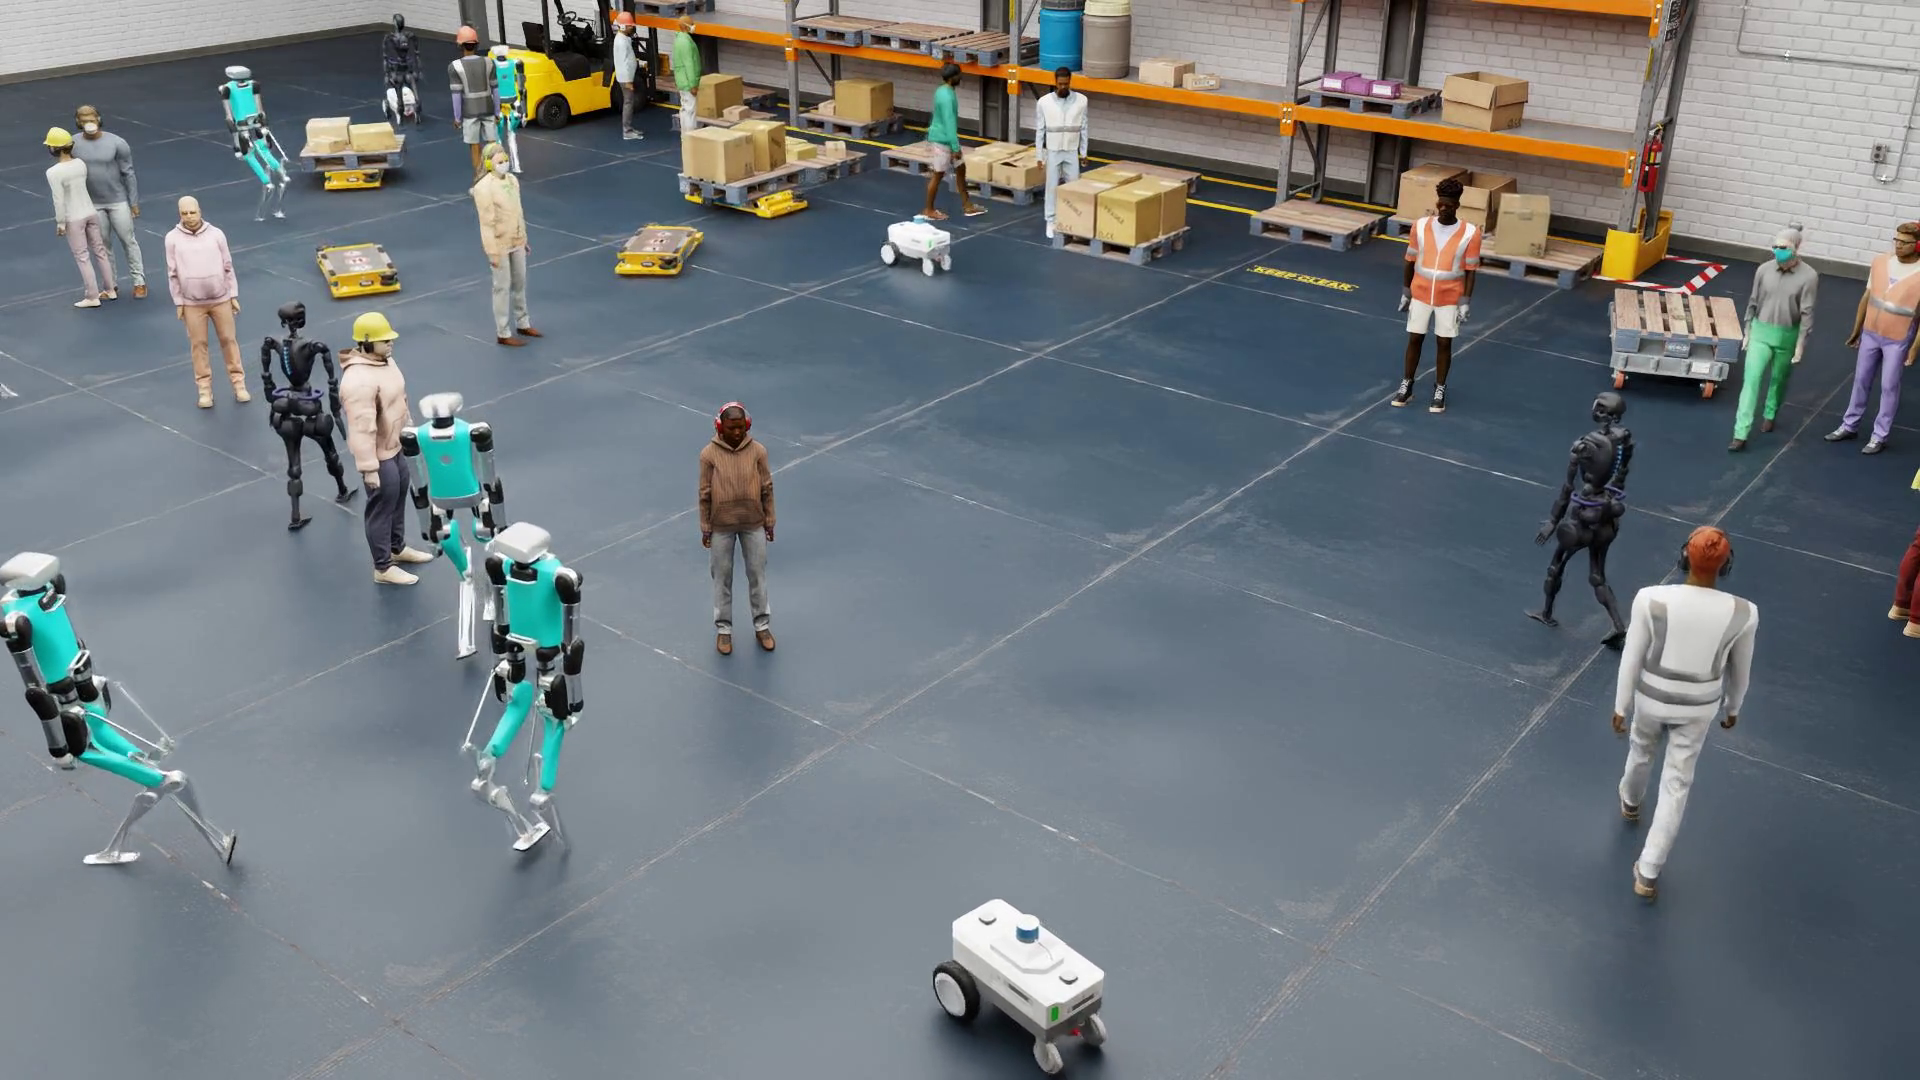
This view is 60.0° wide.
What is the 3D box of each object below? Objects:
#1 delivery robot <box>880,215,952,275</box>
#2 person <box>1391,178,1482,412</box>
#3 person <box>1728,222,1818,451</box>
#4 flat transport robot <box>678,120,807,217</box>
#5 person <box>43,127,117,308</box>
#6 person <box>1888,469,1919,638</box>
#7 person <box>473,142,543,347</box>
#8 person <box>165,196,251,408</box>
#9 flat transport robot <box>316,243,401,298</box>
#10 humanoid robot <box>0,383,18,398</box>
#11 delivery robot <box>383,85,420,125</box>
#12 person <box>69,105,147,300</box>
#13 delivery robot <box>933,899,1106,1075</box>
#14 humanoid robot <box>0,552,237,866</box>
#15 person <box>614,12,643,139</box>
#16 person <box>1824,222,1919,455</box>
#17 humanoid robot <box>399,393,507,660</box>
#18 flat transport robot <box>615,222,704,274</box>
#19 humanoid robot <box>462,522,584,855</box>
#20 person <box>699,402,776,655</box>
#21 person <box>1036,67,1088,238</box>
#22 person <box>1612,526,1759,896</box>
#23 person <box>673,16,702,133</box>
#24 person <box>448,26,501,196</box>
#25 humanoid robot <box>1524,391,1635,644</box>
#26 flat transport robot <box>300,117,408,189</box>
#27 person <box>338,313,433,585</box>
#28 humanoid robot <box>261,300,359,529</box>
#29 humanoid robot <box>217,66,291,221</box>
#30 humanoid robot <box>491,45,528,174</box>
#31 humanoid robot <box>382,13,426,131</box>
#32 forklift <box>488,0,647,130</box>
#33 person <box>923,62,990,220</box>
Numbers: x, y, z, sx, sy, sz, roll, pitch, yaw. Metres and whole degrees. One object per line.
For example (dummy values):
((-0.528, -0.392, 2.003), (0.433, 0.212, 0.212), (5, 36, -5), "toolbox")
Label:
((-0.452, -3.176, 17.828), (0.499, 0.602, 0.801), (-23, 34, -39), "delivery robot")
((3.962, -2.033, 13.833), (0.601, 1.965, 0.368), (13, 28, 24), "person")
((6.468, -1.629, 13.190), (0.513, 1.791, 0.931), (16, 30, 29), "person")
((-2.613, -4.172, 20.211), (1.431, 0.231, 0.659), (18, 31, 33), "flat transport robot")
((-8.720, -3.184, 16.438), (0.299, 1.772, 0.530), (7, 27, 15), "person")
((6.126, -0.229, 10.323), (0.378, 1.768, 0.469), (3, 26, 6), "person")
((-4.220, -2.741, 15.409), (0.417, 1.874, 0.568), (11, 28, 22), "person")
((-6.344, -2.016, 14.002), (0.523, 1.784, 0.406), (-12, 28, -23), "person")
((-6.332, -2.848, 17.468), (0.659, 0.231, 1.431), (-12, 28, -23), "flat transport robot")
((-8.502, -1.974, 14.009), (0.810, 1.798, 0.542), (-18, 31, -32), "humanoid robot")
((-8.283, -6.497, 24.715), (0.499, 0.610, 0.793), (-12, 28, -24), "delivery robot")
((-8.531, -3.363, 16.616), (0.635, 1.939, 0.365), (-5, 26, -10), "person")
((0.280, 1.908, 7.297), (0.499, 0.601, 0.798), (-21, 33, -36), "delivery robot")
((-4.009, 0.876, 8.107), (0.912, 1.793, 0.546), (-3, 26, -6), "humanoid robot")
((-4.672, -6.537, 23.419), (0.351, 1.737, 0.571), (-4, 26, -9), "person")
((7.284, -1.592, 13.053), (0.381, 1.844, 0.569), (-14, 29, -26), "person")
((-3.027, -0.149, 10.205), (0.546, 1.742, 1.018), (-3, 26, -6), "humanoid robot")
((-3.269, -3.175, 18.146), (0.659, 0.231, 1.431), (2, 26, 4), "flat transport robot")
((-2.182, 0.863, 8.161), (0.539, 1.841, 0.747), (12, 28, 23), "humanoid robot")
((-1.355, -0.084, 10.162), (0.462, 1.648, 0.327), (-6, 26, -12), "person")
((1.141, -4.370, 18.745), (0.597, 1.907, 0.407), (-4, 26, -8), "person")
((3.531, 0.772, 8.181), (0.590, 1.825, 0.999), (9, 27, 18), "person")
((-3.714, -6.256, 22.788), (0.383, 1.784, 0.534), (-10, 27, -20), "person")
((-5.922, -5.235, 20.375), (0.604, 2.044, 0.374), (-18, 31, -32), "person")
((3.915, -0.133, 10.256), (0.599, 1.638, 0.680), (-13, 29, -25), "humanoid robot")
((-7.777, -4.784, 21.479), (0.659, 0.231, 1.431), (-5, 26, -11), "flat transport robot")
((-3.829, -0.611, 11.014), (0.442, 1.858, 0.795), (0, 26, 1), "person")
((-4.724, -0.944, 11.961), (0.600, 1.626, 0.767), (3, 26, 7), "humanoid robot")
((-8.129, -4.581, 19.400), (0.741, 1.803, 0.548), (13, 29, 25), "humanoid robot")
((-5.760, -5.392, 21.066), (0.537, 1.777, 0.846), (-10, 28, -21), "humanoid robot")
((-7.989, -6.710, 23.850), (0.609, 1.640, 0.482), (-21, 33, -36), "humanoid robot")
((-5.874, -7.334, 24.552), (1.214, 2.155, 2.313), (19, 32, 34), "forklift")
((-0.029, -4.623, 19.356), (0.884, 1.812, 0.538), (0, 26, 1), "person")
